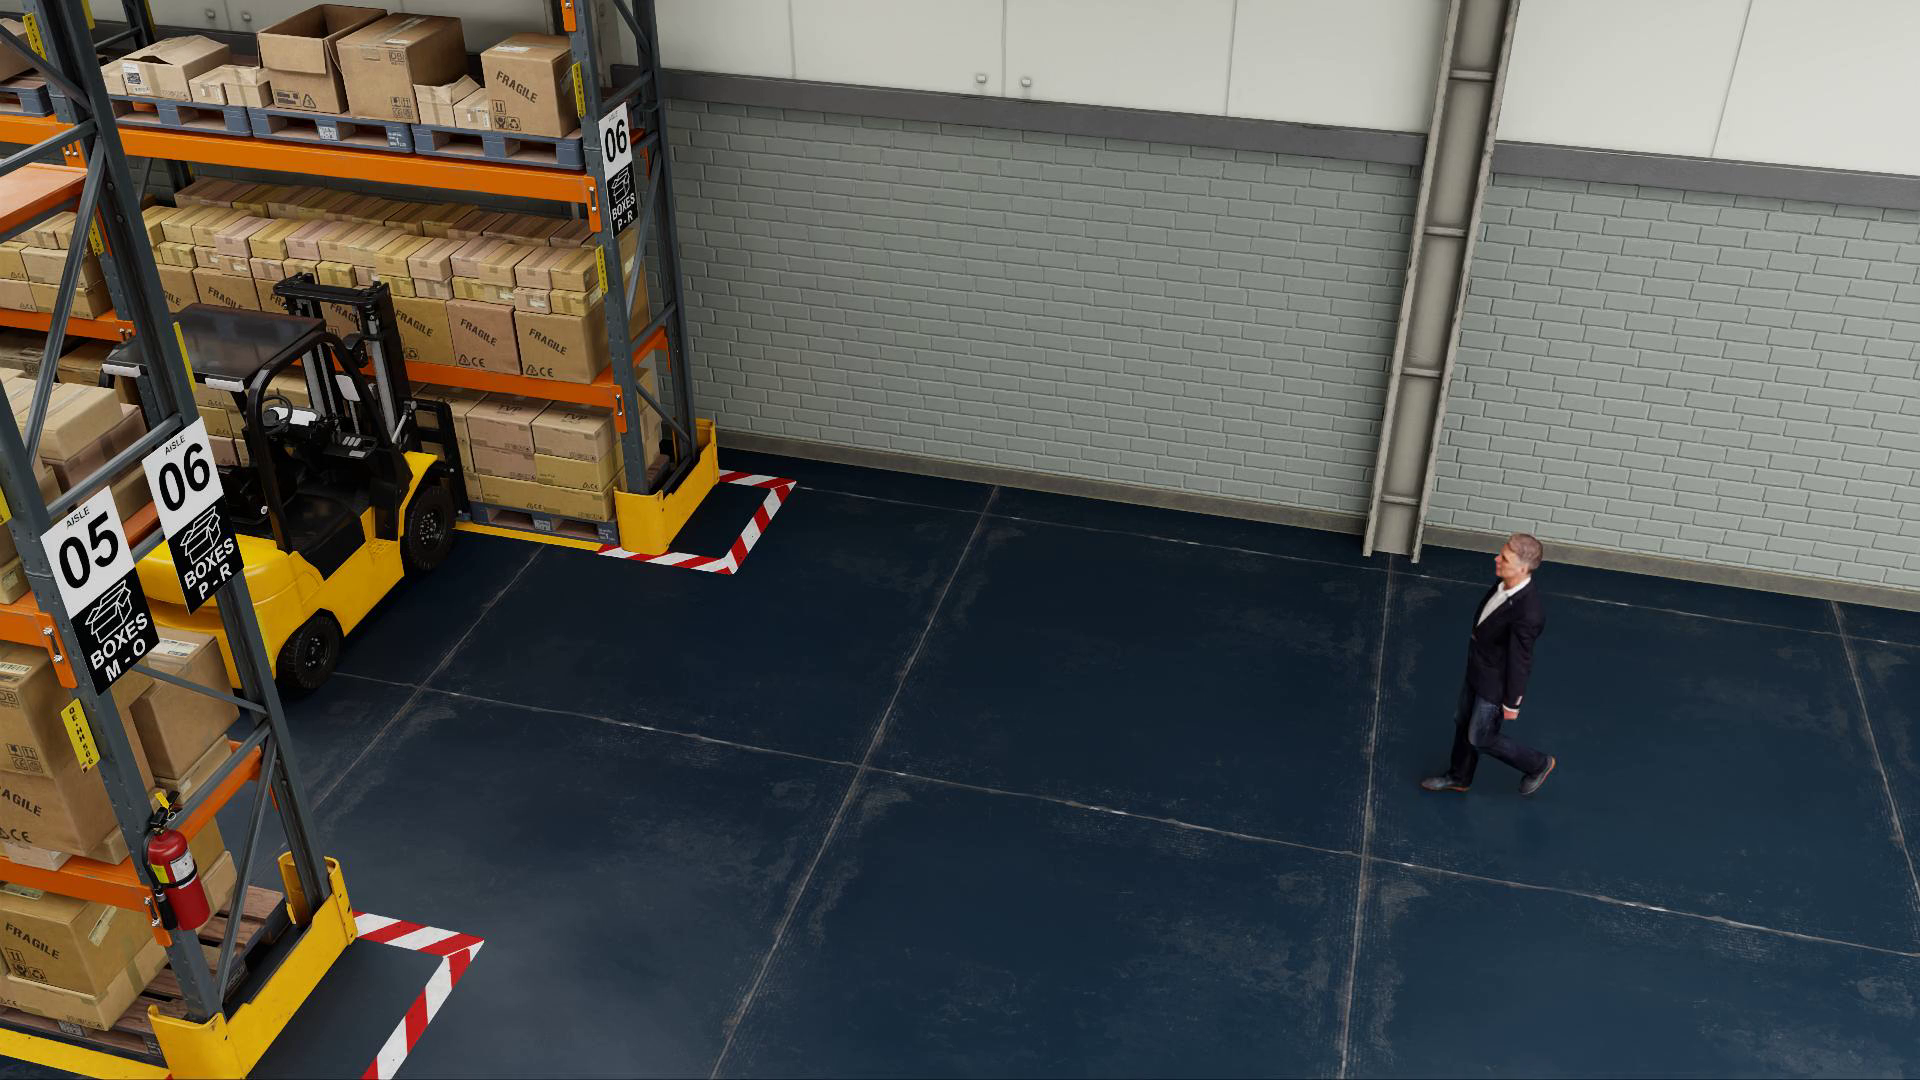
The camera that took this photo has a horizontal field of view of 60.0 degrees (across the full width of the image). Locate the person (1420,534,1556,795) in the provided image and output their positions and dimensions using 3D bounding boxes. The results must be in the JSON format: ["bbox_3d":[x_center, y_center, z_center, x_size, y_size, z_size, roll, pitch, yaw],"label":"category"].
[{"bbox_3d":[3.111,0.753,9.431,1.015,1.799,0.805,2,33,2],"label":"person"}]
